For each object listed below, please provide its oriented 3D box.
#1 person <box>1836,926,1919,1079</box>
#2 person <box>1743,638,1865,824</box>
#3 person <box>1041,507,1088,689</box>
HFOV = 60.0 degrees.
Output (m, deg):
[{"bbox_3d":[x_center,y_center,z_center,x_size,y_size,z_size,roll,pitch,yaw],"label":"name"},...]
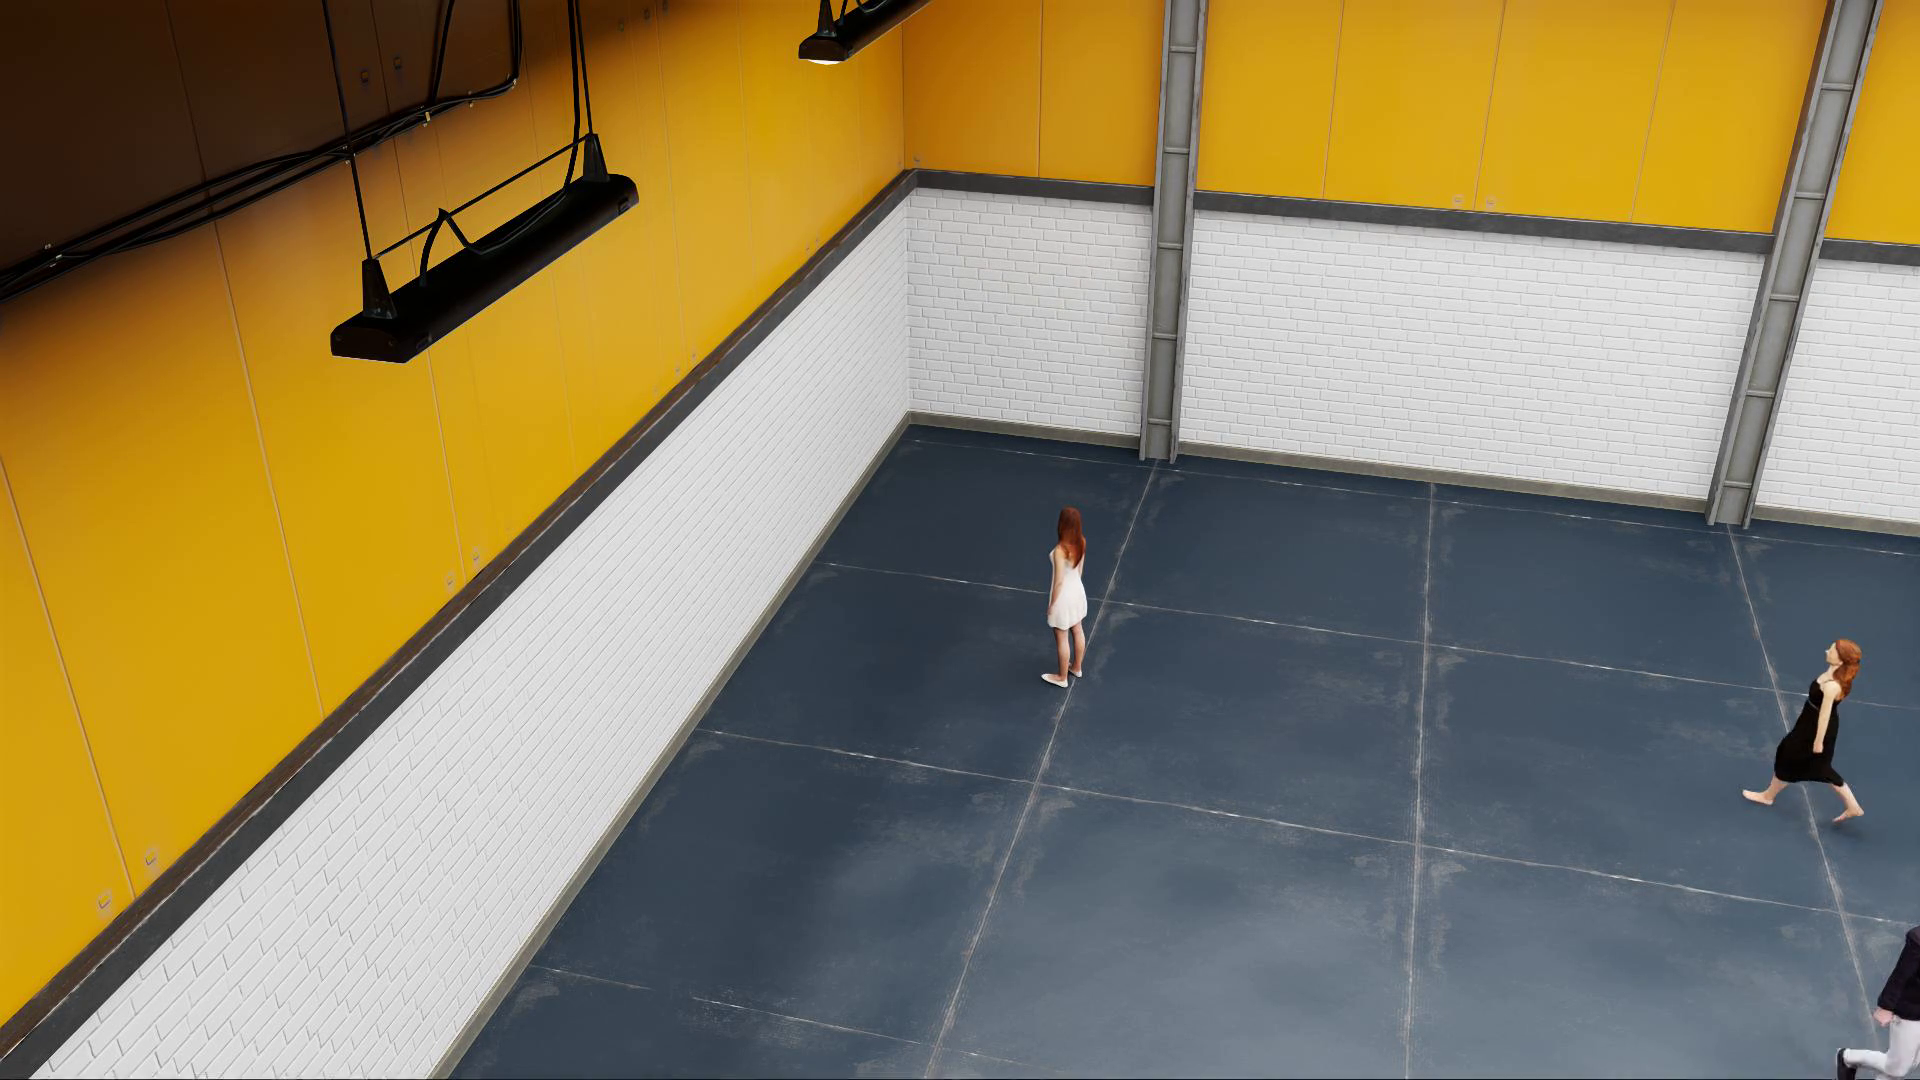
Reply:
[{"bbox_3d":[5.733,2.773,10.079,0.891,1.822,0.948,-7,29,-13],"label":"person"},{"bbox_3d":[6.640,1.480,12.687,1.139,1.593,0.847,20,35,32],"label":"person"},{"bbox_3d":[0.935,0.481,14.395,0.656,1.712,0.638,23,36,35],"label":"person"}]
